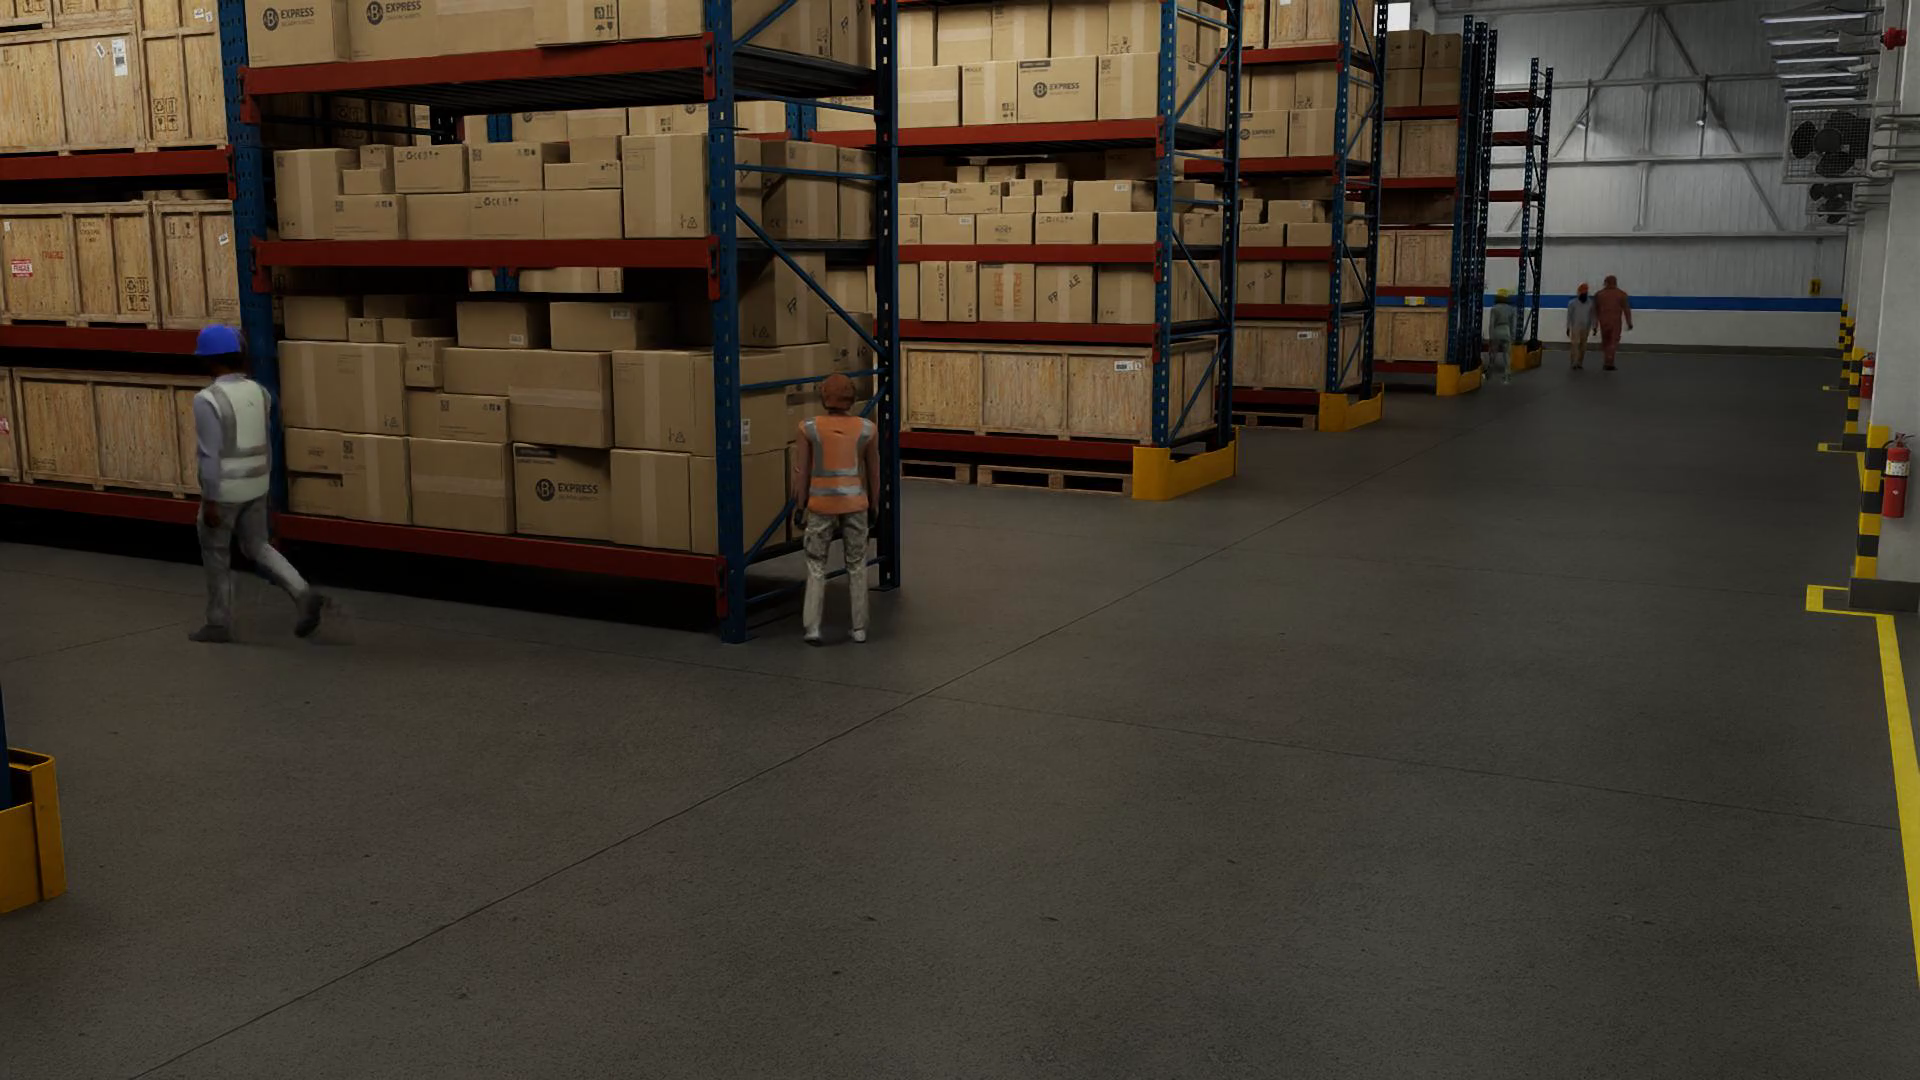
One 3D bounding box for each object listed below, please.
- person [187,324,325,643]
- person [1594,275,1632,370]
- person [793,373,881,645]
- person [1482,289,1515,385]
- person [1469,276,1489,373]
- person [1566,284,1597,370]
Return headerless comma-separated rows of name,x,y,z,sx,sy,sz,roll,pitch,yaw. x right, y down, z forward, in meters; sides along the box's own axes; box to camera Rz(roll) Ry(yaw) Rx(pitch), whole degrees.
person,-4.242,-0.317,9.857,0.816,1.923,0.624,3,10,15
person,13.004,-4.329,33.178,0.702,1.879,0.486,8,13,39
person,-0.724,-0.174,9.895,0.525,1.635,0.313,-2,10,-13
person,9.619,-3.620,29.616,0.500,1.691,0.925,-1,10,-6
person,9.959,-4.196,32.327,0.697,1.919,0.560,4,11,22
person,12.432,-4.255,33.271,0.573,1.703,0.893,3,10,14
